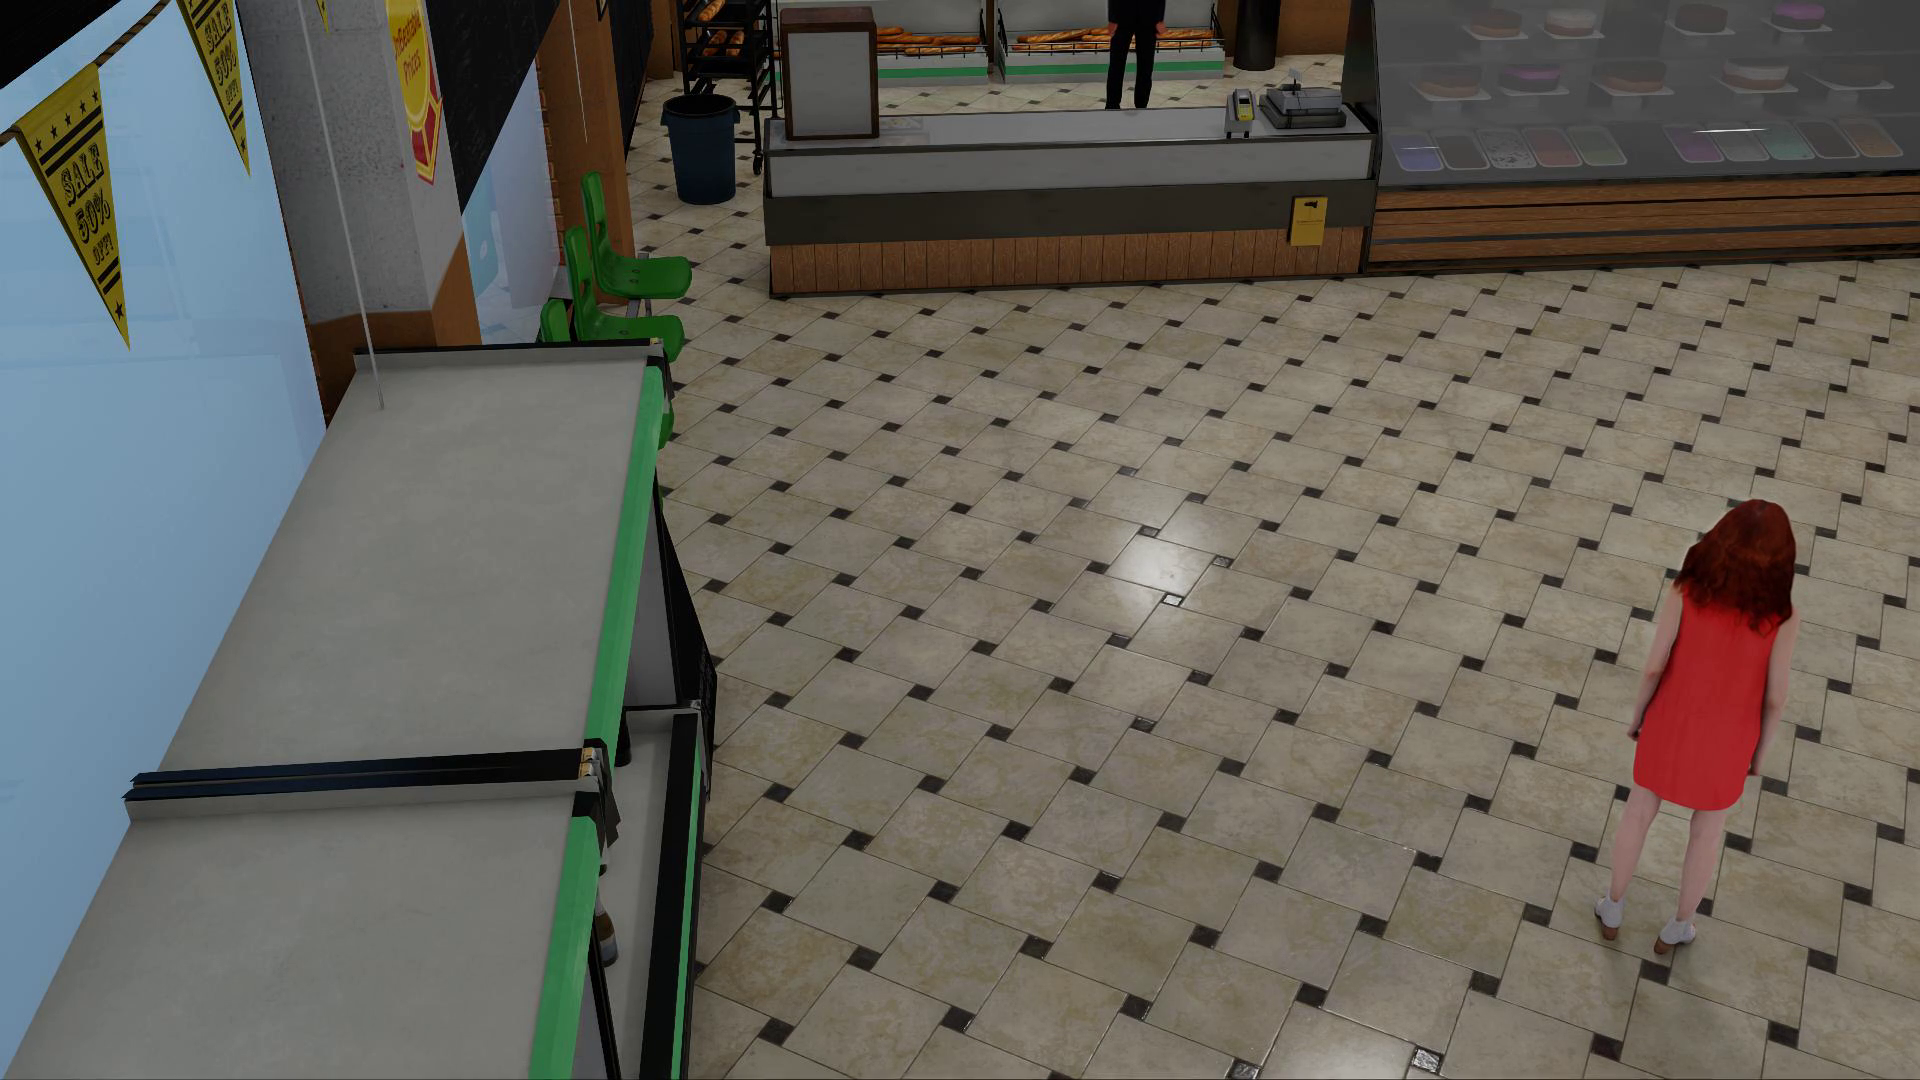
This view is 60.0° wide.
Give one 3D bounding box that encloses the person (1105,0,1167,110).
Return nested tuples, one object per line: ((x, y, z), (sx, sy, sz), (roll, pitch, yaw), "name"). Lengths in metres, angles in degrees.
((1.430, -4.246, 13.478), (0.634, 1.867, 0.587), (-1, 32, -2), "person")

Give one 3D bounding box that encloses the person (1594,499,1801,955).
((2.492, 0.664, 5.623), (0.663, 1.828, 0.682), (16, 35, 25), "person")
